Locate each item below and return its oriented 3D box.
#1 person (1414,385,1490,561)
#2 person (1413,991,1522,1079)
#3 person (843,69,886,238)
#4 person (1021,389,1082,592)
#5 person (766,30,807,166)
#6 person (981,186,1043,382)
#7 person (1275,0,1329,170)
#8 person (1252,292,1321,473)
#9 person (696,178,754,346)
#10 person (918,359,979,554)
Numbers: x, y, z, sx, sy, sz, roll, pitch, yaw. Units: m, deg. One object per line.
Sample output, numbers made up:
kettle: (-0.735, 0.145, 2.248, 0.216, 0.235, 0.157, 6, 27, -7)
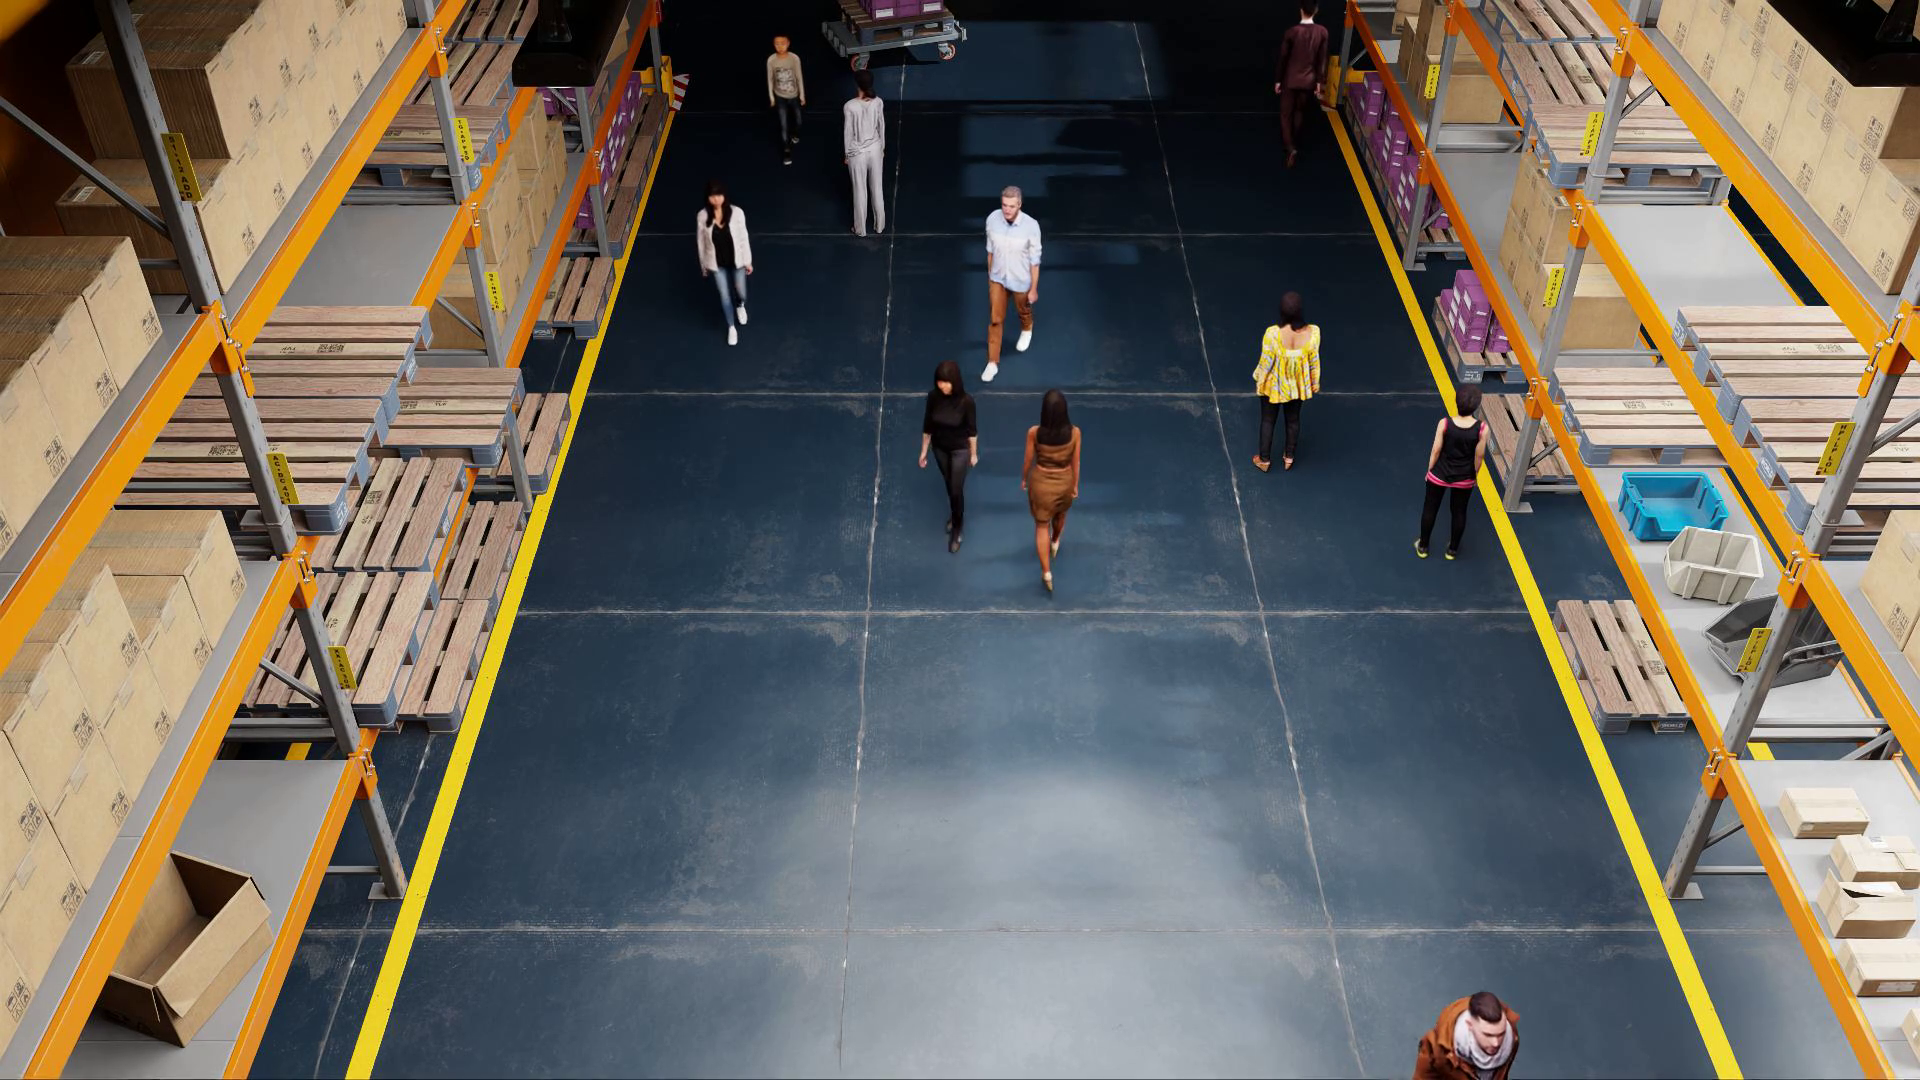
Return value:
person: (3.780, -0.524, 12.768, 0.583, 1.552, 0.565, 8, 39, 9)
person: (2.417, 2.834, 8.359, 0.857, 1.808, 1.194, -7, 39, -9)
person: (-0.955, -3.917, 16.838, 0.647, 1.774, 0.621, -13, 41, -16)
person: (0.682, -0.353, 12.465, 0.597, 1.663, 0.892, -2, 39, -3)
person: (-1.908, -4.929, 18.367, 0.636, 1.448, 0.886, -5, 39, -6)
person: (0.503, -2.385, 14.920, 0.938, 1.775, 1.259, 12, 40, 15)
person: (3.701, -4.976, 18.110, 0.712, 1.843, 1.076, -2, 39, -2)
person: (2.657, -1.282, 13.638, 0.744, 1.652, 0.778, -5, 39, -6)
person: (-2.145, -2.607, 15.314, 0.664, 1.630, 0.736, -3, 39, -3)
person: (-0.037, -0.756, 13.002, 0.710, 1.622, 0.812, 16, 41, 19)
